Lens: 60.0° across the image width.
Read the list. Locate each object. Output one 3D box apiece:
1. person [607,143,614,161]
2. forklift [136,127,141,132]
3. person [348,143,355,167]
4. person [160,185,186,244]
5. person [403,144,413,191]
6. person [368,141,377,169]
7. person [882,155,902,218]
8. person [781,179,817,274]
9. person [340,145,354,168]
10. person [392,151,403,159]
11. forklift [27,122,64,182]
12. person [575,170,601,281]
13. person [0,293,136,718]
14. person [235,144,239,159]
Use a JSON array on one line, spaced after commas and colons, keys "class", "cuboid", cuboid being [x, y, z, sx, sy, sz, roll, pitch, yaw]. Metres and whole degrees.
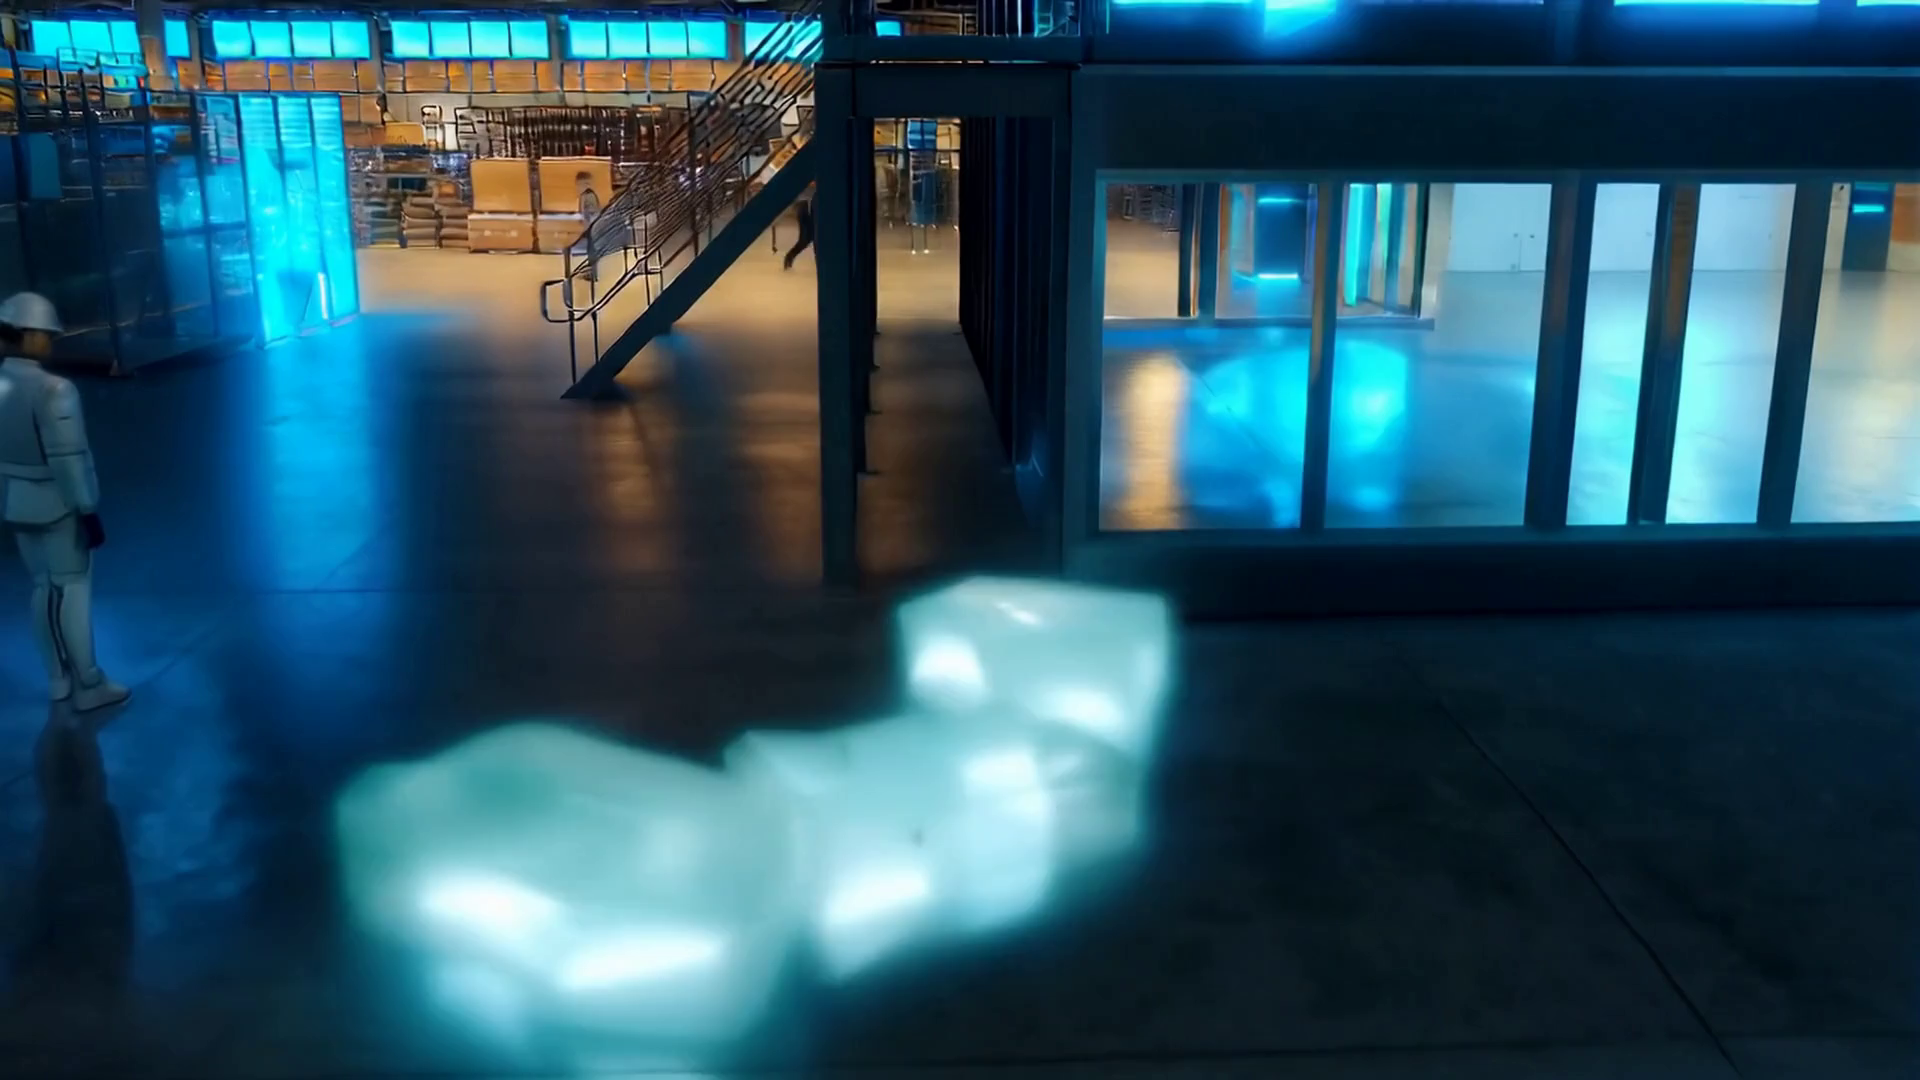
[{"class": "person", "cuboid": [-17.995, -19.415, 85.108, 0.513, 1.804, 0.608, 13, 19, 41]}, {"class": "forklift", "cuboid": [-38.092, -18.218, 78.148, 1.129, 2.768, 1.873, -1, 14, -2]}, {"class": "person", "cuboid": [-32.296, -20.142, 88.143, 0.484, 1.744, 0.296, -9, 16, -31]}, {"class": "person", "cuboid": [-11.415, -4.191, 24.145, 1.084, 1.858, 0.700, 0, 14, -1]}, {"class": "person", "cuboid": [-22.358, -15.065, 67.437, 0.404, 1.945, 0.614, -9, 17, -31]}, {"class": "person", "cuboid": [-29.815, -19.296, 84.439, 0.400, 1.905, 0.643, -4, 15, -15]}, {"class": "person", "cuboid": [-1.969, -10.459, 49.280, 0.933, 1.831, 0.516, 12, 18, 39]}, {"class": "person", "cuboid": [-2.836, -5.935, 30.758, 0.955, 2.000, 0.684, 5, 15, 19]}, {"class": "person", "cuboid": [-27.423, -16.758, 74.432, 0.600, 1.833, 0.404, 1, 14, 6]}, {"class": "person", "cuboid": [-26.302, -17.618, 77.859, 0.436, 1.835, 0.589, 11, 18, 38]}, {"class": "forklift", "cuboid": [-35.376, -14.773, 64.377, 1.129, 2.768, 1.873, -1, 14, -2]}, {"class": "person", "cuboid": [-6.613, -5.585, 29.566, 0.376, 1.935, 0.550, -2, 14, -8]}, {"class": "person", "cuboid": [-4.258, -0.148, 7.743, 0.610, 1.984, 0.400, 4, 15, 15]}, {"class": "person", "cuboid": [-37.428, -19.744, 86.558, 0.390, 1.735, 0.587, 14, 19, 43]}]
